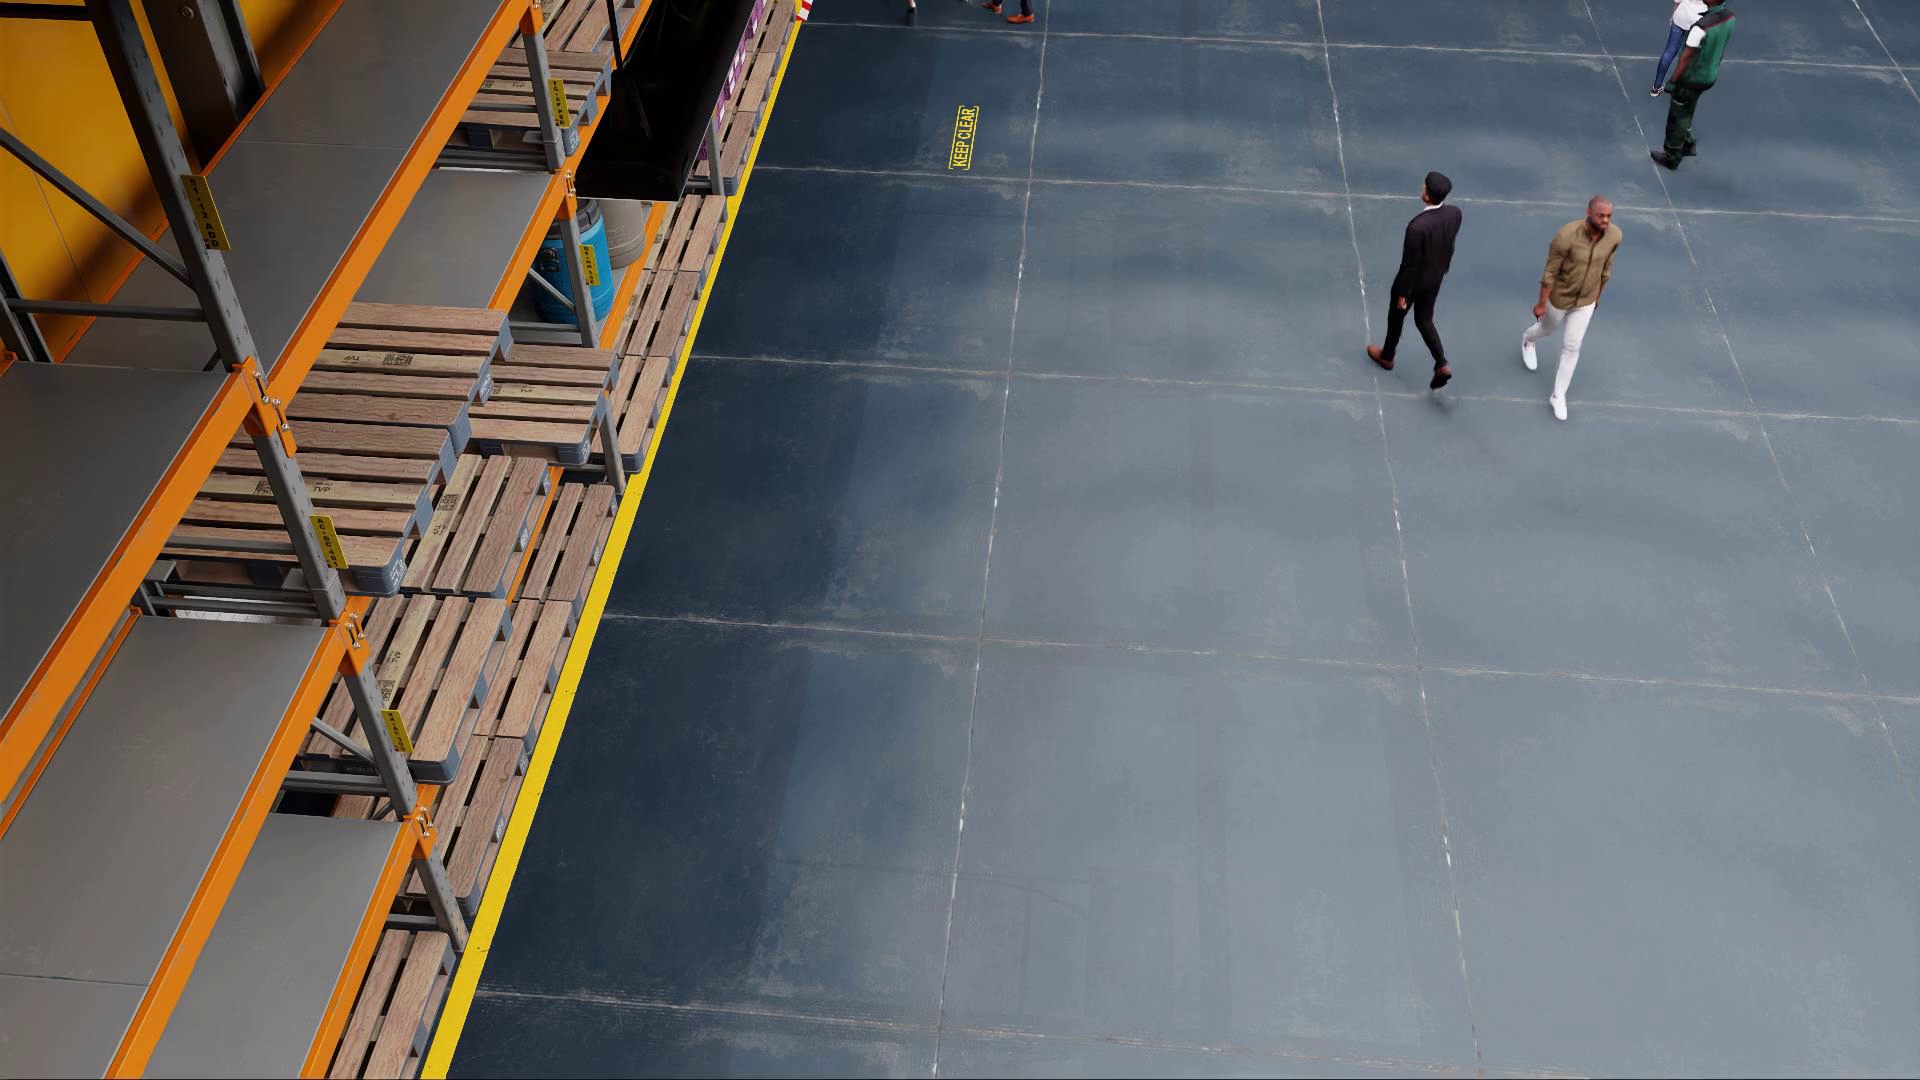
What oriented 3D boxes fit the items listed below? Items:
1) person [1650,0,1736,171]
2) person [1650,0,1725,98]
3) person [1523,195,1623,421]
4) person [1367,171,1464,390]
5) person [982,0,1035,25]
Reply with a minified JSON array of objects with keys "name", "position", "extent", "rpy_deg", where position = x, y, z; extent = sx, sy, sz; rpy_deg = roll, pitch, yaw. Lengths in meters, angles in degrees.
[{"name":"person","position":[6.859,-4.241,15.372],"extent":[0.821,1.828,0.883],"rpy_deg":[-31,51,-28]},{"name":"person","position":[7.238,-5.164,16.424],"extent":[0.802,1.713,0.750],"rpy_deg":[-32,52,-29]},{"name":"person","position":[4.727,-1.933,12.973],"extent":[0.819,1.796,1.189],"rpy_deg":[-1,44,-2]},{"name":"person","position":[3.661,-1.990,12.987],"extent":[1.065,1.858,1.219],"rpy_deg":[-20,47,-20]},{"name":"person","position":[0.659,-6.382,17.646],"extent":[1.024,1.791,0.973],"rpy_deg":[13,45,14]}]
